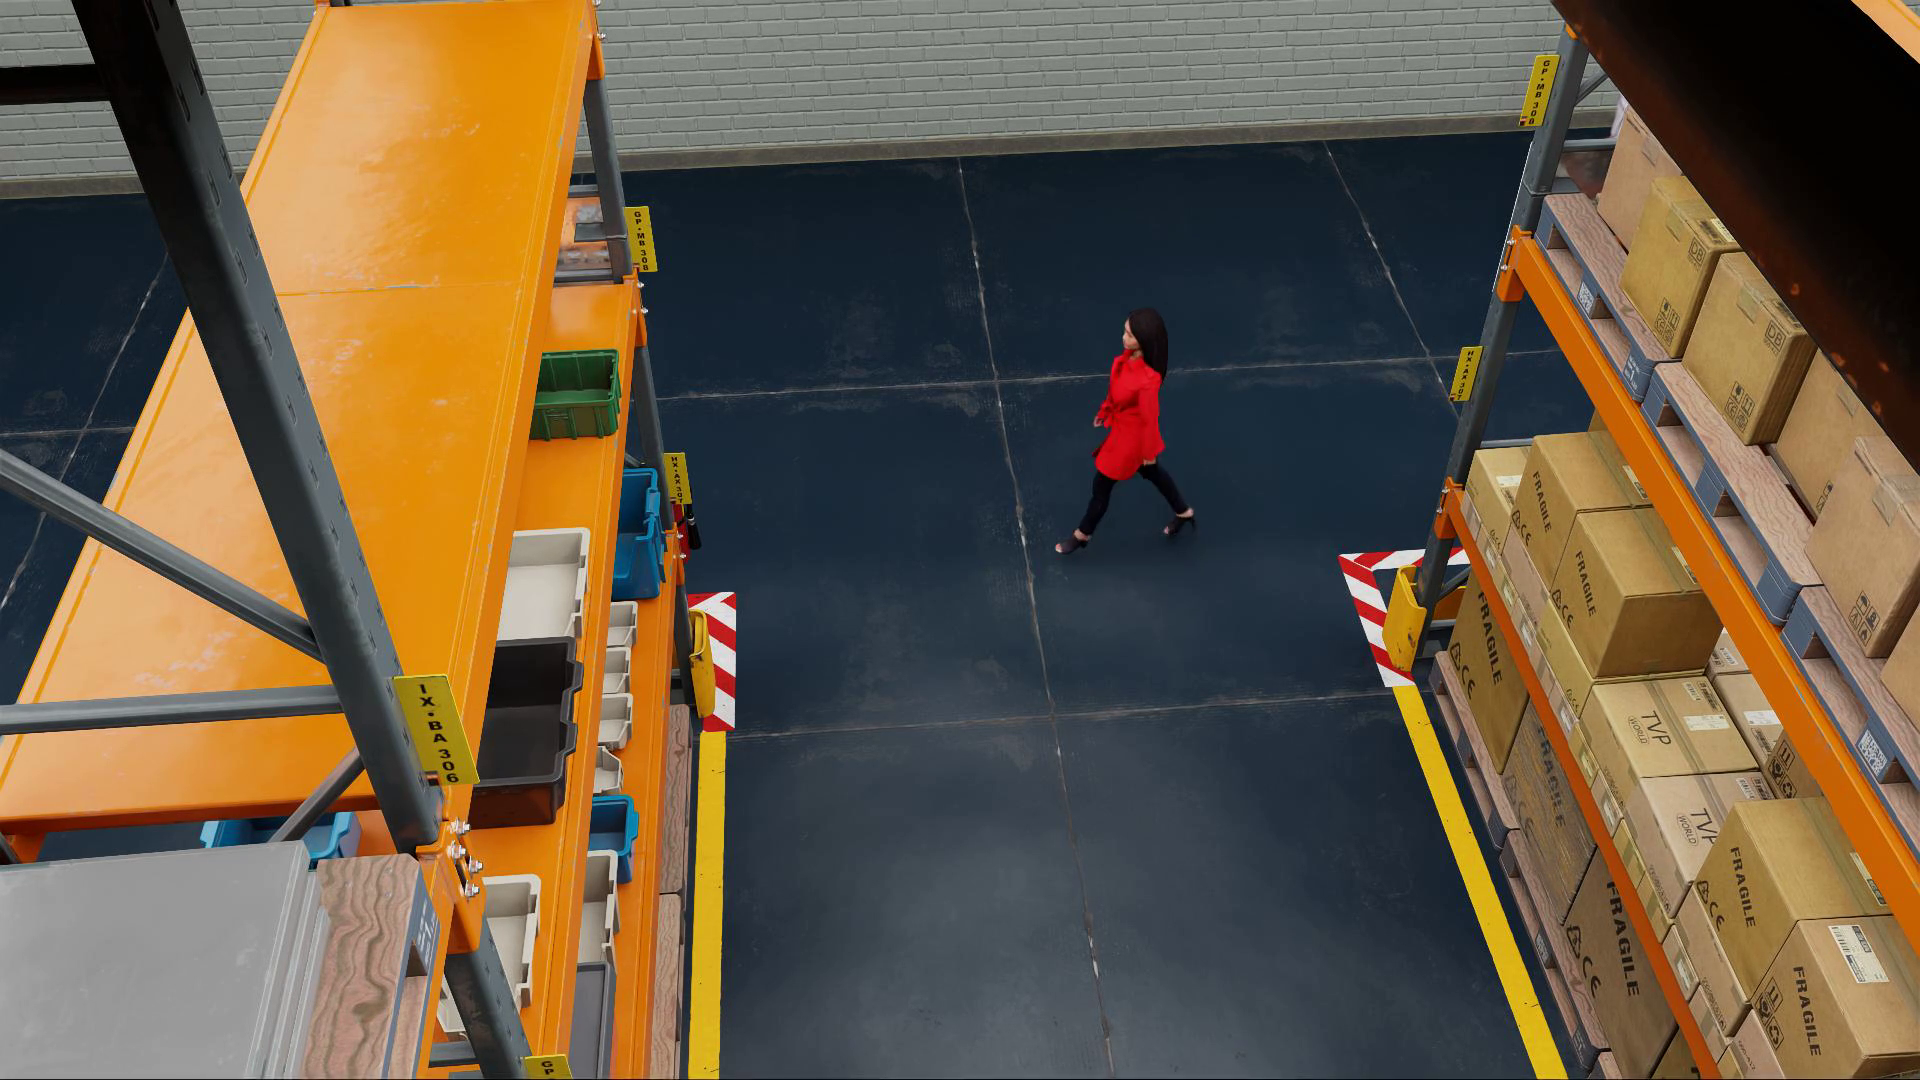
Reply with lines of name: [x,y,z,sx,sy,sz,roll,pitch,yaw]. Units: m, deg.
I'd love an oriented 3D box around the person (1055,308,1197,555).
person: [1.072,-0.598,9.495,0.653,1.703,1.009,-4,43,-4]
